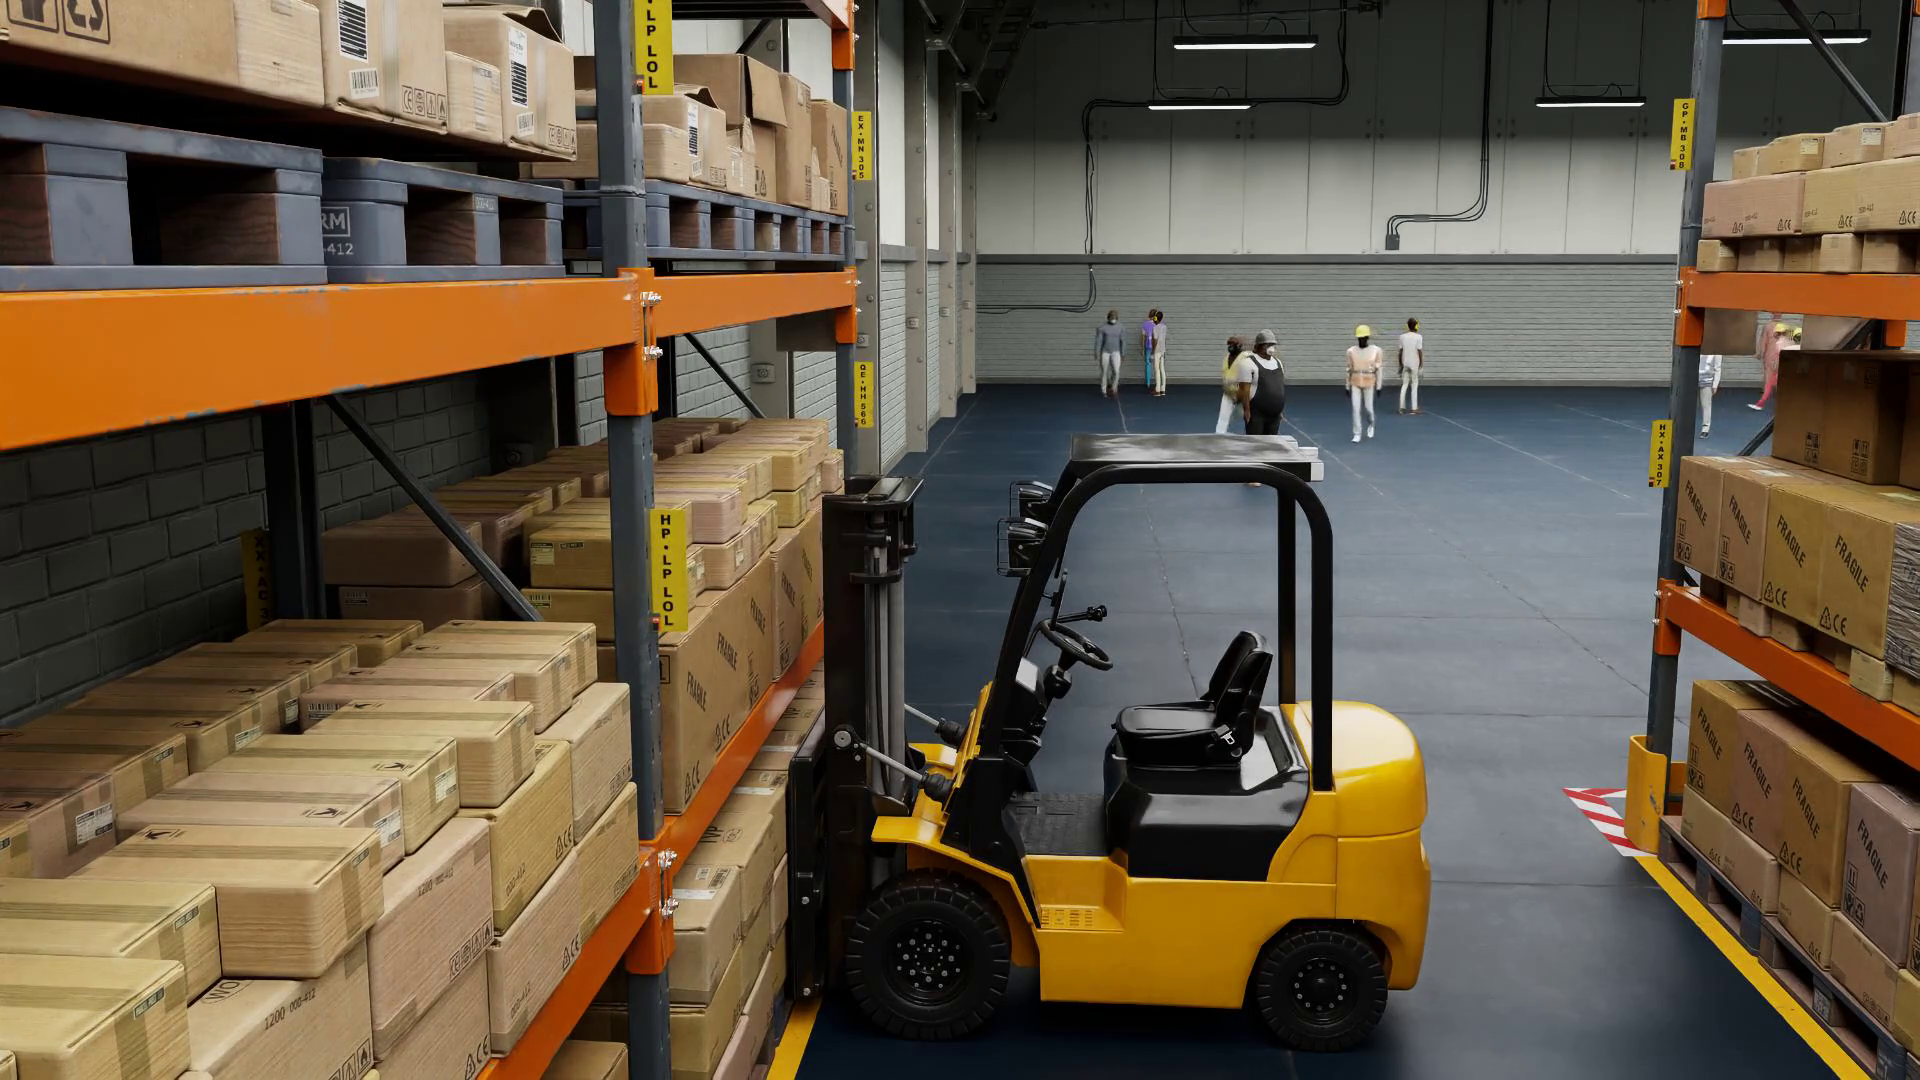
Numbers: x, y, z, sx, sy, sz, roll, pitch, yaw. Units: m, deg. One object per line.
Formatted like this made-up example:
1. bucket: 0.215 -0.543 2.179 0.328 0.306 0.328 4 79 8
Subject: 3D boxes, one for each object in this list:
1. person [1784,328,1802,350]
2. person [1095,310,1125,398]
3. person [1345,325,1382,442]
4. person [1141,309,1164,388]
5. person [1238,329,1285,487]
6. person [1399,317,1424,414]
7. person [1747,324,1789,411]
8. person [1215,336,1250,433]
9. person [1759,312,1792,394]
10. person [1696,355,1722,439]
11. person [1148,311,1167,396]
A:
1. person: 14.911 -2.894 29.636 0.523 1.760 0.325 2 9 9
2. person: 3.248 -4.015 35.987 0.685 1.898 0.761 -1 9 -4
3. person: 6.580 -2.554 27.127 0.597 1.905 0.642 4 10 25
4. person: 4.536 -4.501 39.113 0.570 1.840 0.372 -1 9 -4
5. person: 3.972 -1.712 21.619 0.684 2.000 0.538 -6 11 -32
6. person: 8.730 -3.366 32.159 0.316 1.870 0.529 -9 13 -42
7. person: 15.916 -3.337 32.435 0.545 1.720 0.902 -8 13 -41
8. person: 4.210 -2.229 25.518 0.953 1.794 0.629 -7 12 -36
9. person: 18.079 -4.172 36.933 0.651 1.904 0.403 0 9 0
10. person: 12.306 -2.599 27.631 0.404 1.829 0.591 -8 12 -40
11. person: 4.361 -4.114 36.719 0.327 1.862 0.520 8 12 39
